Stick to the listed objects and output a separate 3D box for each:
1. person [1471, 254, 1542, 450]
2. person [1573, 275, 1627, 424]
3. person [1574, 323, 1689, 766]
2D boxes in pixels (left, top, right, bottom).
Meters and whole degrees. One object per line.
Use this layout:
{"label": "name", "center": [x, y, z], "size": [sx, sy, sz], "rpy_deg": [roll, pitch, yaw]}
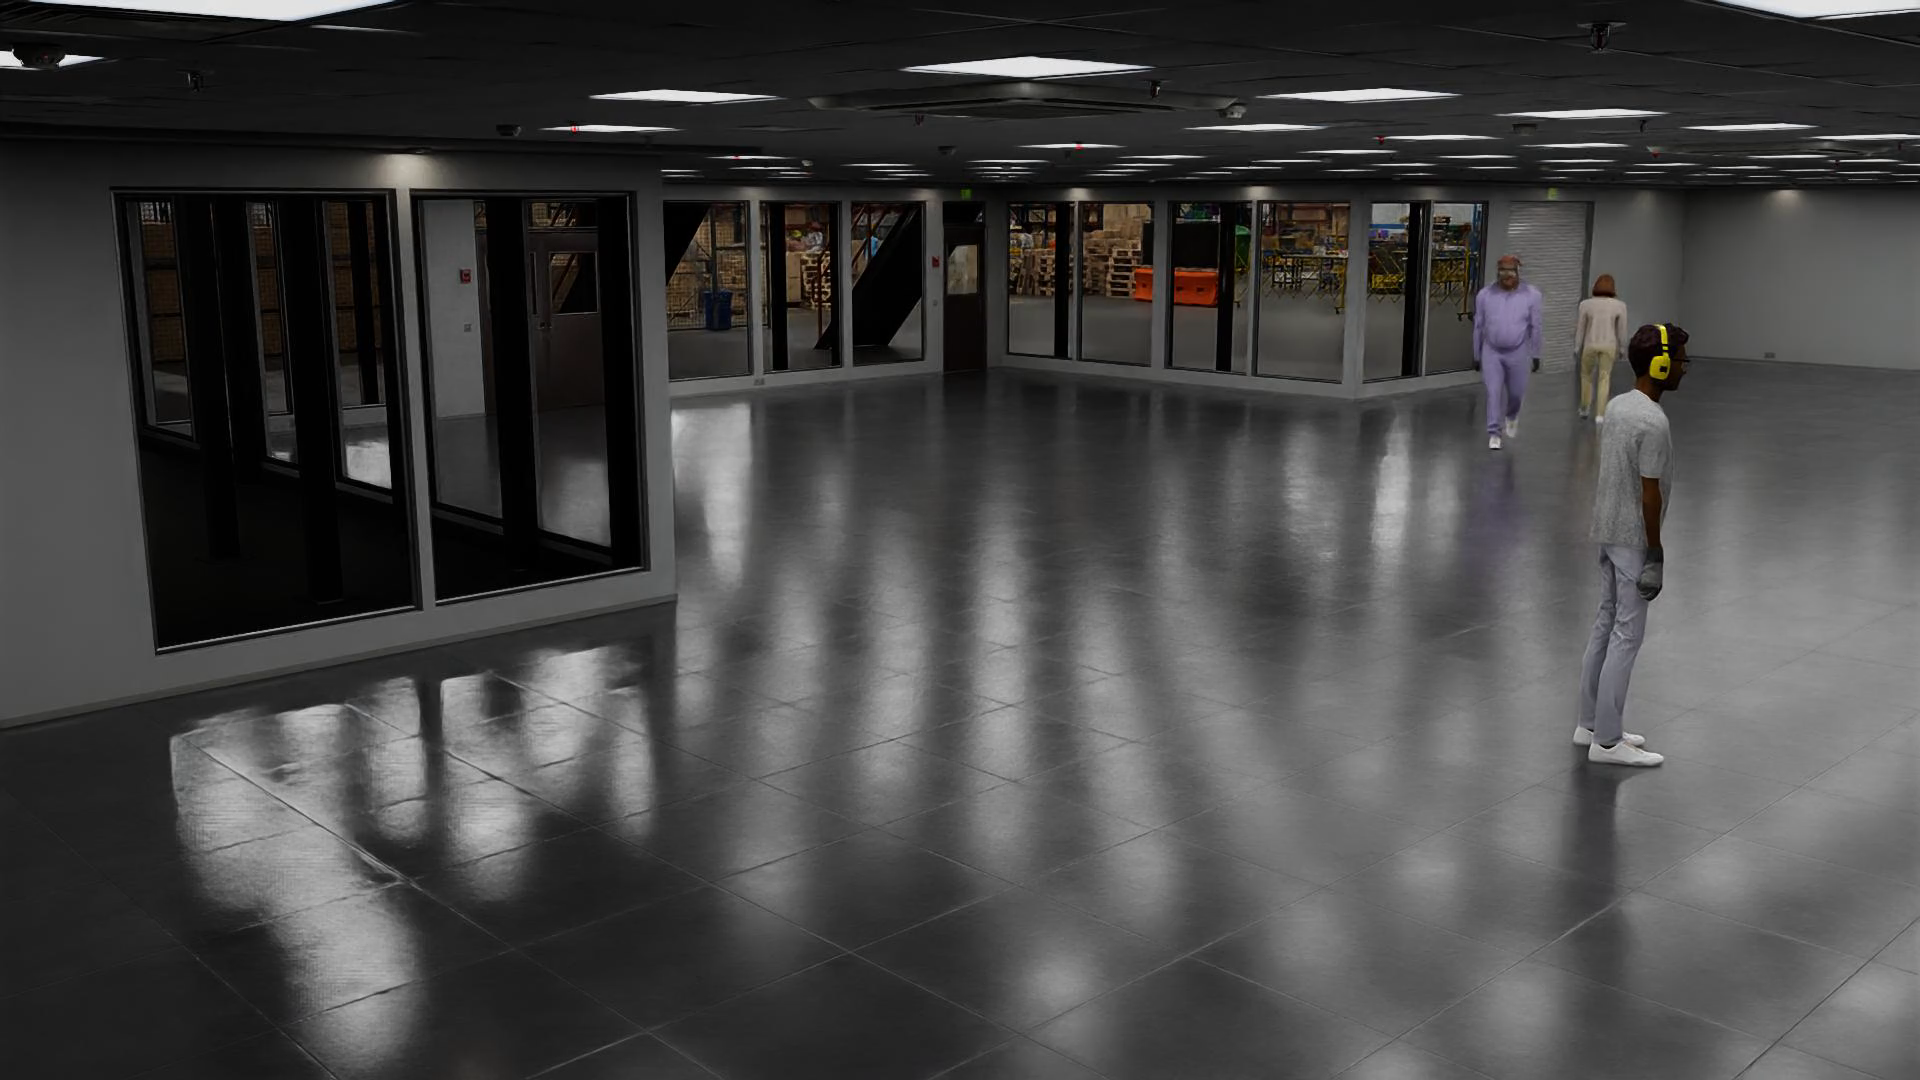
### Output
{"label": "person", "center": [5.328, -1.848, 16.259], "size": [0.665, 1.887, 0.650], "rpy_deg": [4, 12, 17]}
{"label": "person", "center": [6.987, -2.089, 18.188], "size": [0.527, 1.598, 0.805], "rpy_deg": [3, 12, 17]}
{"label": "person", "center": [2.831, 0.023, 6.995], "size": [0.328, 1.861, 0.501], "rpy_deg": [0, 11, -1]}
